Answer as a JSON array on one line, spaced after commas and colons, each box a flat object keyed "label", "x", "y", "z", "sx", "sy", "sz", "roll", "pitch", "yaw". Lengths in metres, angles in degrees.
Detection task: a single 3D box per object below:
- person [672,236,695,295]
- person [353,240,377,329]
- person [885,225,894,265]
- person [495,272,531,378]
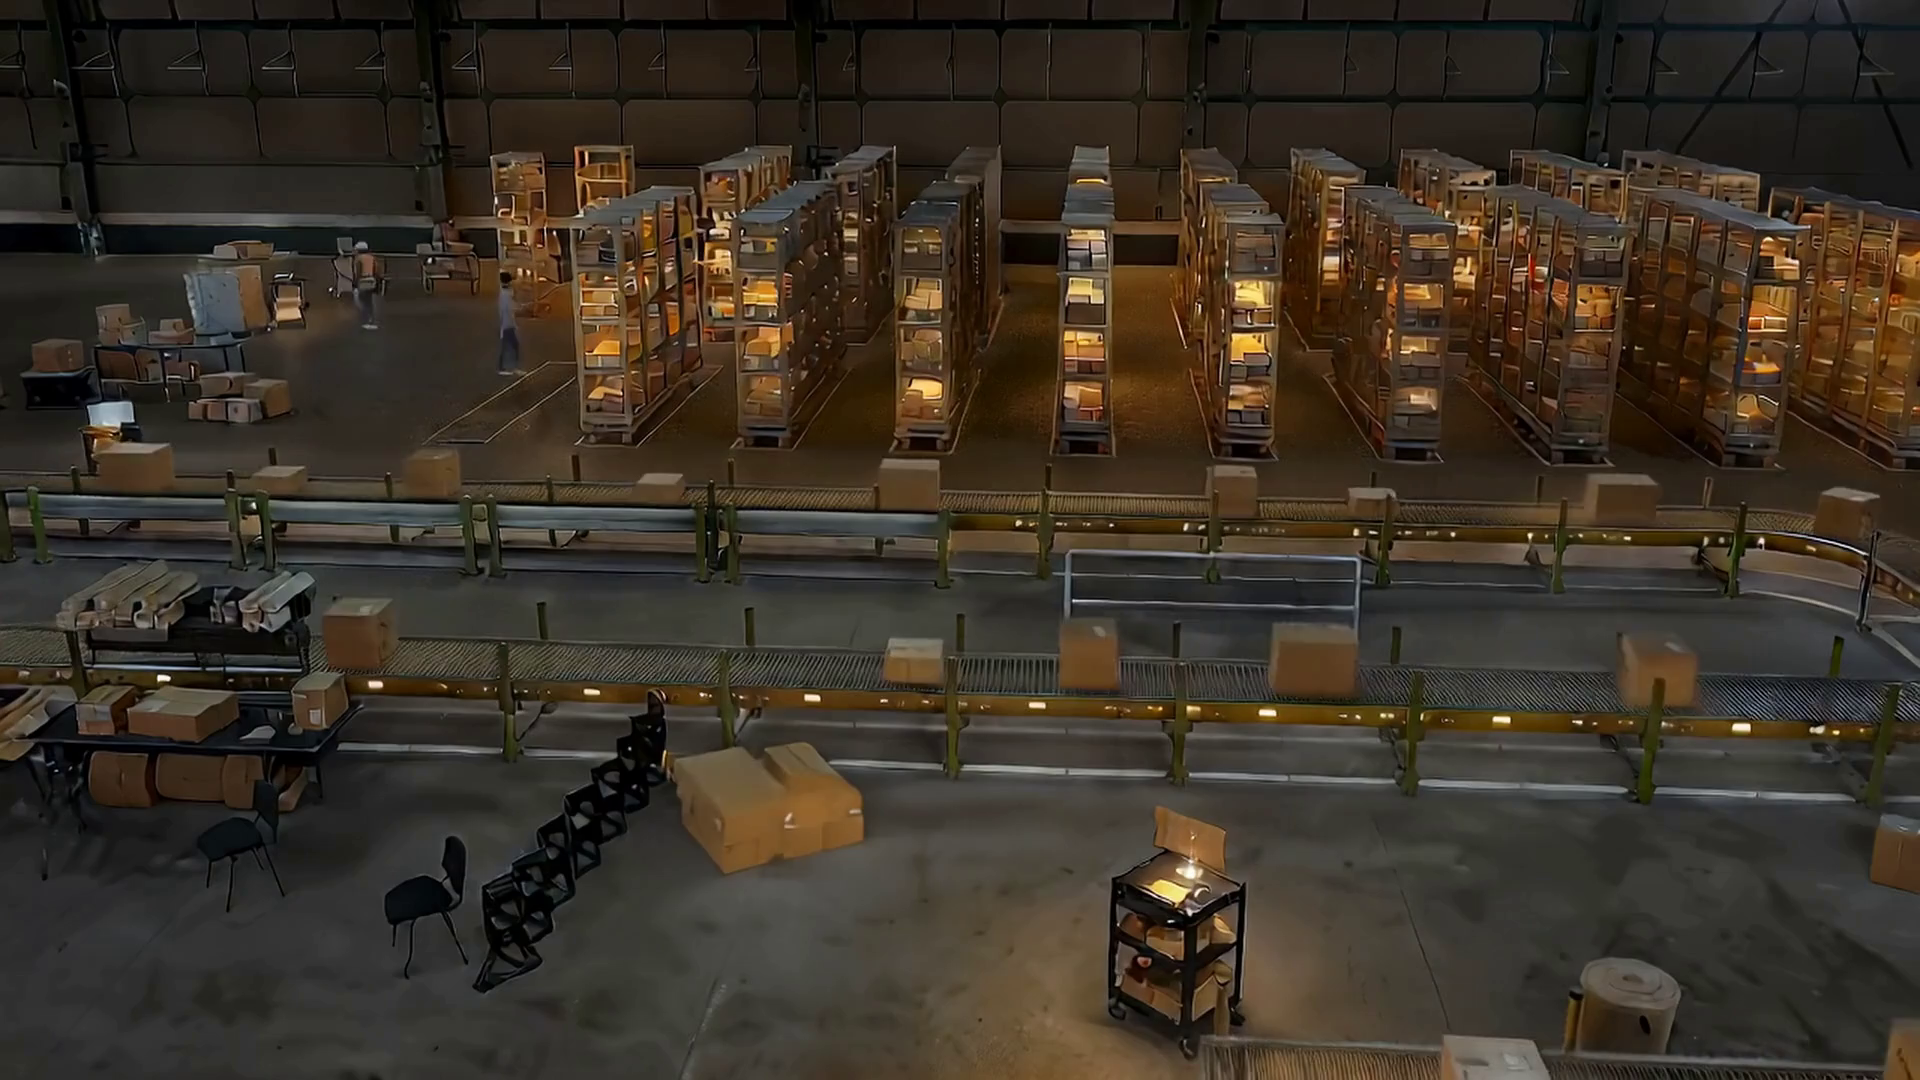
[{"label": "person", "x": -6.373, "y": -6.191, "z": 38.274, "sx": 0.666, "sy": 1.791, "sz": 0.441, "roll": 9, "pitch": 20, "yaw": 27}, {"label": "person", "x": -12.821, "y": -5.496, "z": 35.843, "sx": 0.458, "sy": 1.923, "sz": 0.638, "roll": 9, "pitch": 20, "yaw": 26}, {"label": "person", "x": -1.958, "y": -7.391, "z": 42.101, "sx": 0.640, "sy": 1.807, "sz": 0.776, "roll": -17, "pitch": 24, "yaw": -42}, {"label": "person", "x": -8.361, "y": -4.022, "z": 31.091, "sx": 0.808, "sy": 1.961, "sz": 0.634, "roll": -1, "pitch": 18, "yaw": -4}]
